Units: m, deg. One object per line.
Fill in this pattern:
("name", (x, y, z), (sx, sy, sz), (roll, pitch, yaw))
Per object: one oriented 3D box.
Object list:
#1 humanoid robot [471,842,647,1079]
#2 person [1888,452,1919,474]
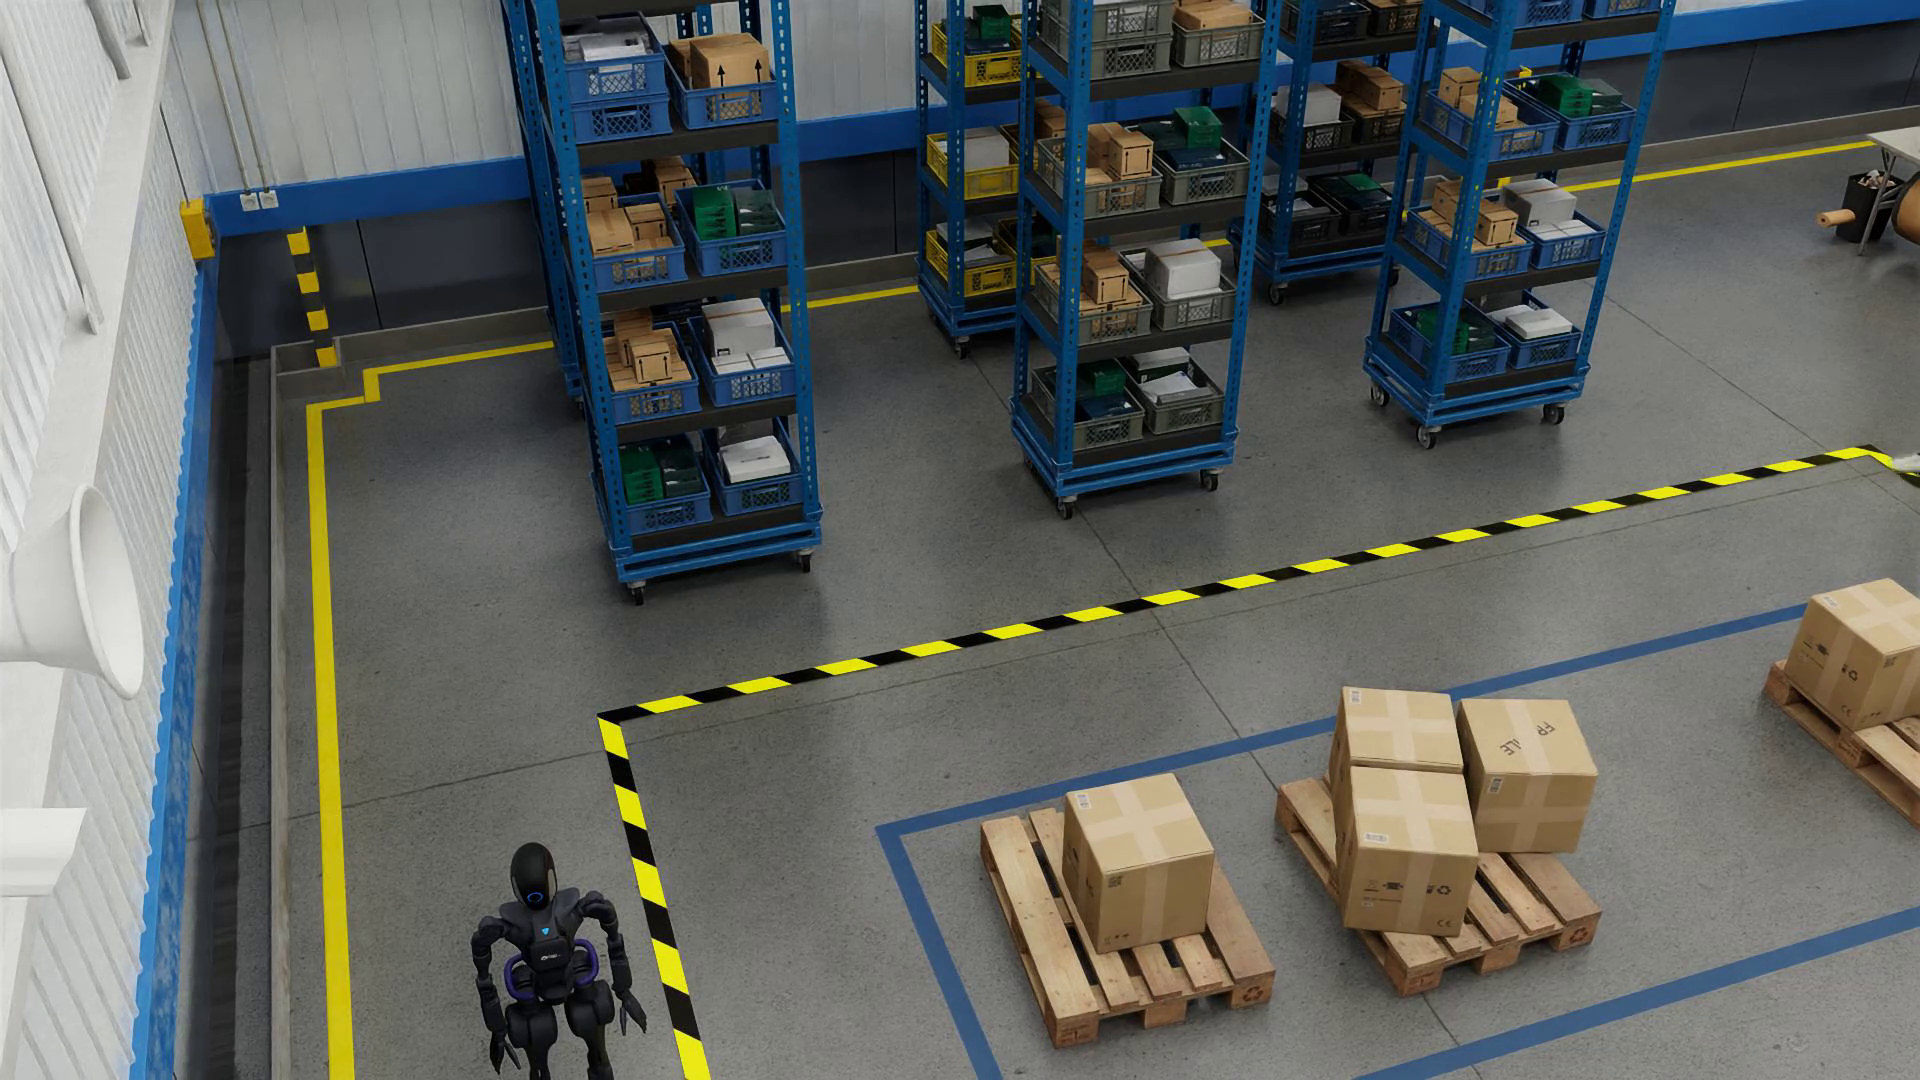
("humanoid robot", (-1.511, 1.766, 6.317), (0.599, 1.657, 0.315), (-12, 37, -17))
("person", (6.375, -1.208, 10.438), (0.648, 1.811, 0.599), (9, 36, 13))
